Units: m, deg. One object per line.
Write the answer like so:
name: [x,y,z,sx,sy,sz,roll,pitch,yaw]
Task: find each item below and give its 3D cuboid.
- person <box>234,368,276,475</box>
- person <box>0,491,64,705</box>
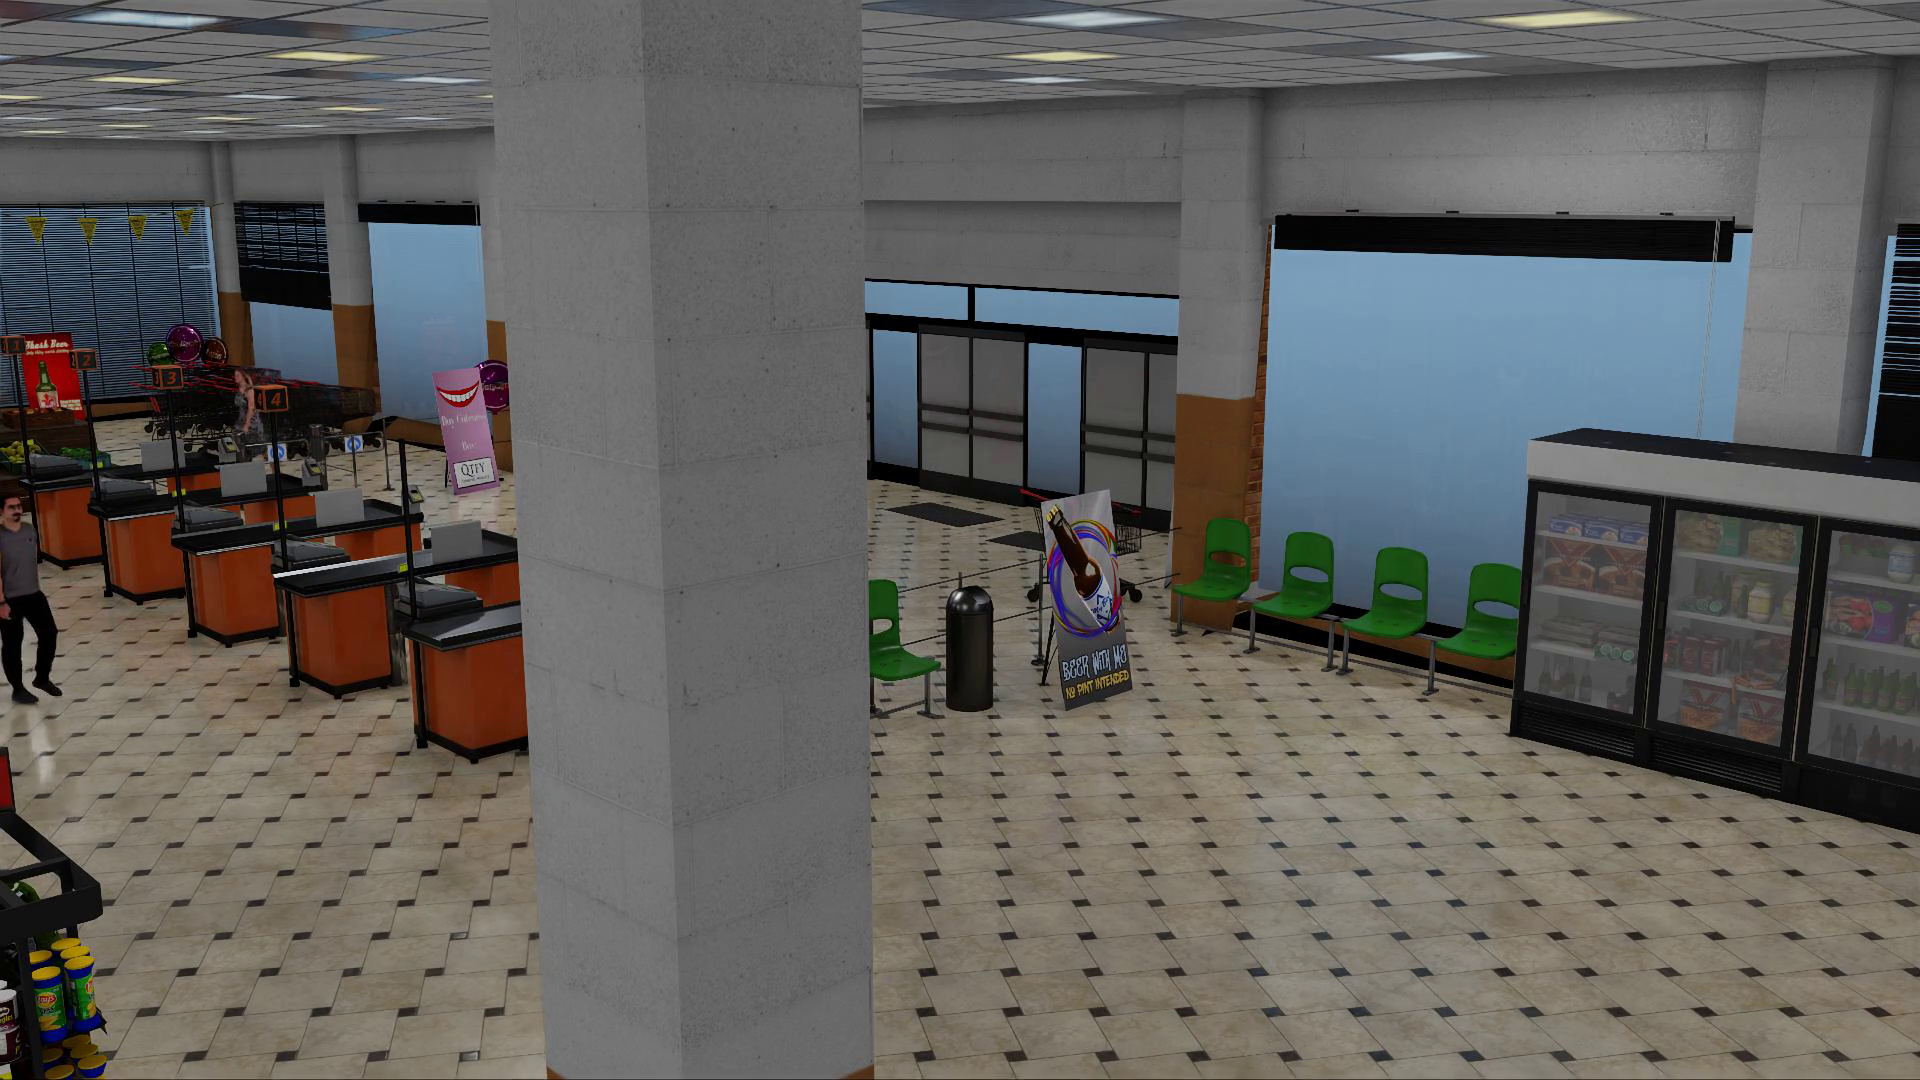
person: [-9.866,-1.556,23.341,0.739,1.648,1.200,8,14,33]
person: [-7.706,0.466,13.514,0.750,1.741,0.641,7,14,29]
